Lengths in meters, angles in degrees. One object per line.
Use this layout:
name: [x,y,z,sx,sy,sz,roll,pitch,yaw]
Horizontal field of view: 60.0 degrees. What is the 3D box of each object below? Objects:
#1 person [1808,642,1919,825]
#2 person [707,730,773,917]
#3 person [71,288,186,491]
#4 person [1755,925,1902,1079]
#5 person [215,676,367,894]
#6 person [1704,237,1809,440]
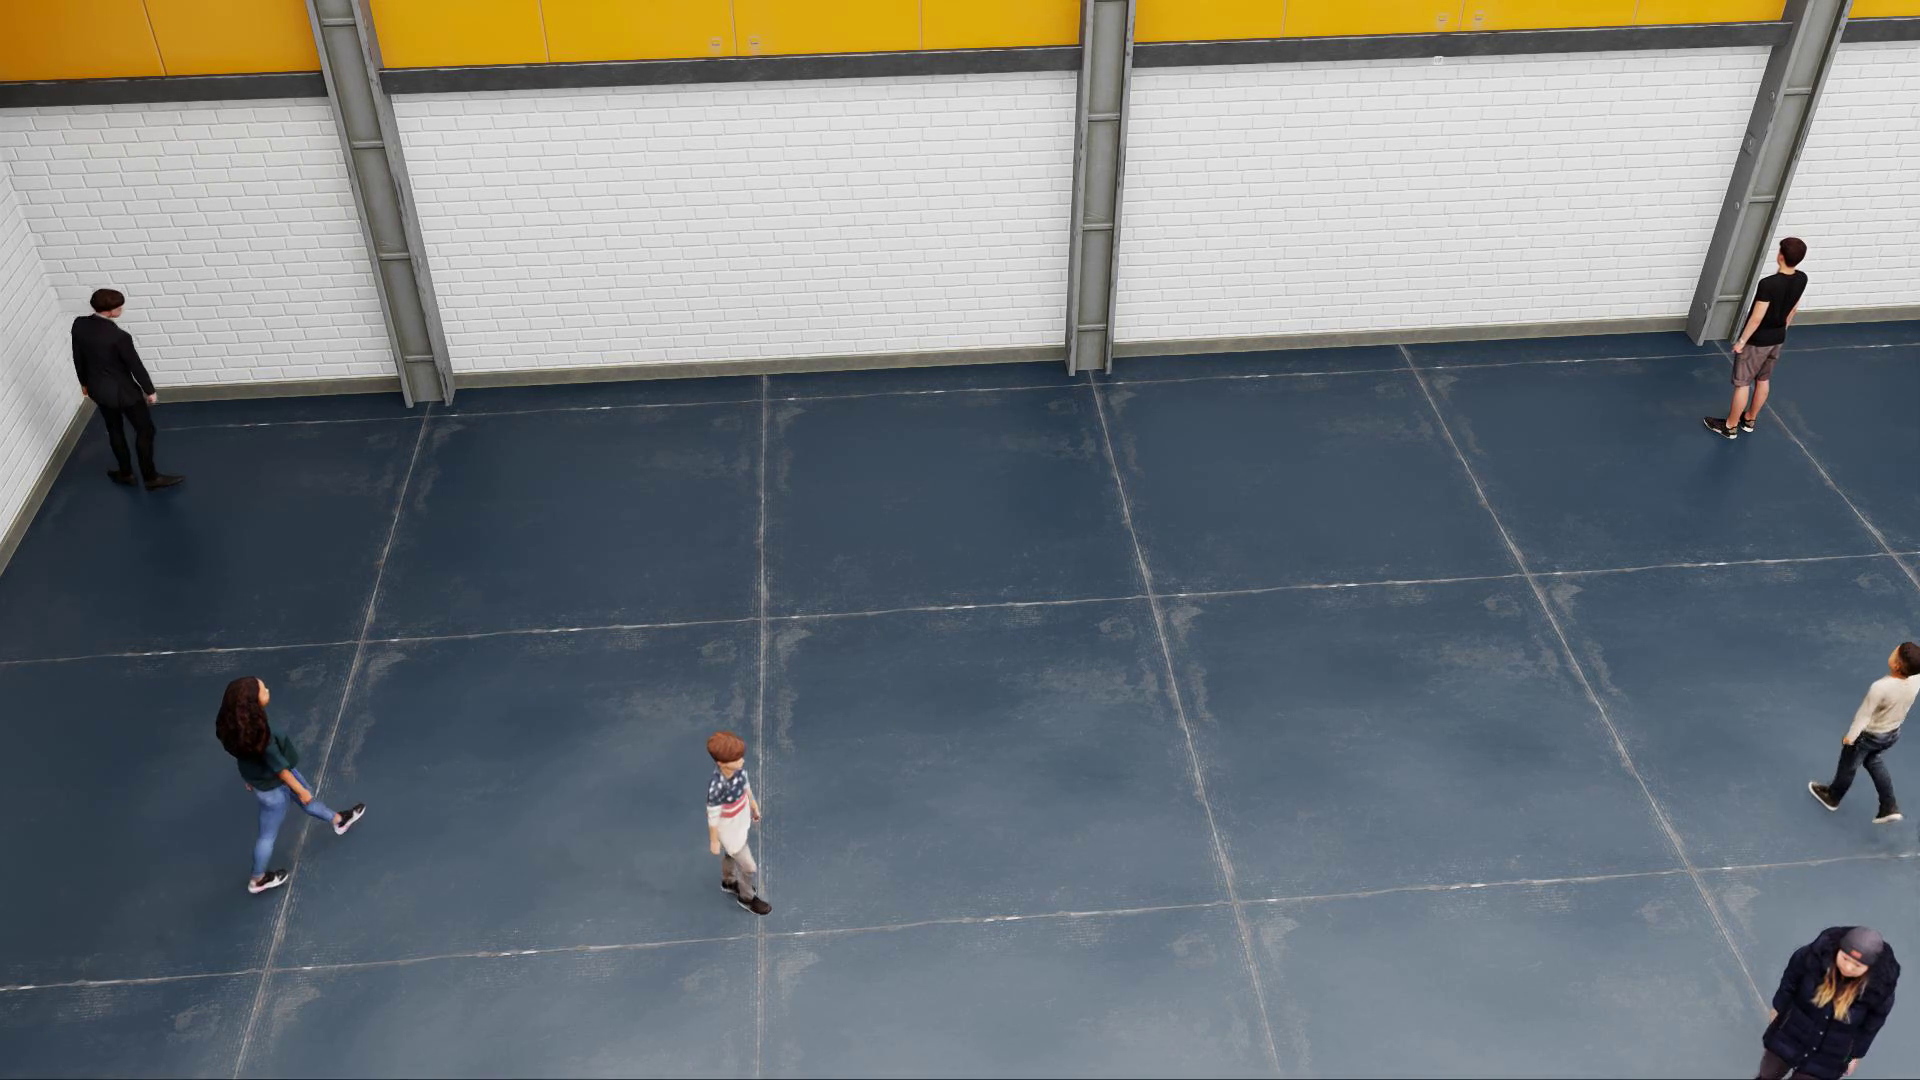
person: [5.927,1.276,10.677,0.816,1.453,0.747,-14,41,-16]
person: [-1.450,1.698,10.166,0.724,1.430,0.657,11,40,14]
person: [-6.907,-1.211,13.476,0.691,1.845,0.975,0,39,1]
person: [4.596,2.574,8.879,0.821,1.667,0.886,23,44,26]
person: [-4.314,1.540,10.251,1.152,1.571,1.042,-32,48,-33]
person: [6.805,-1.712,14.091,0.630,1.860,0.813,-15,41,-18]
